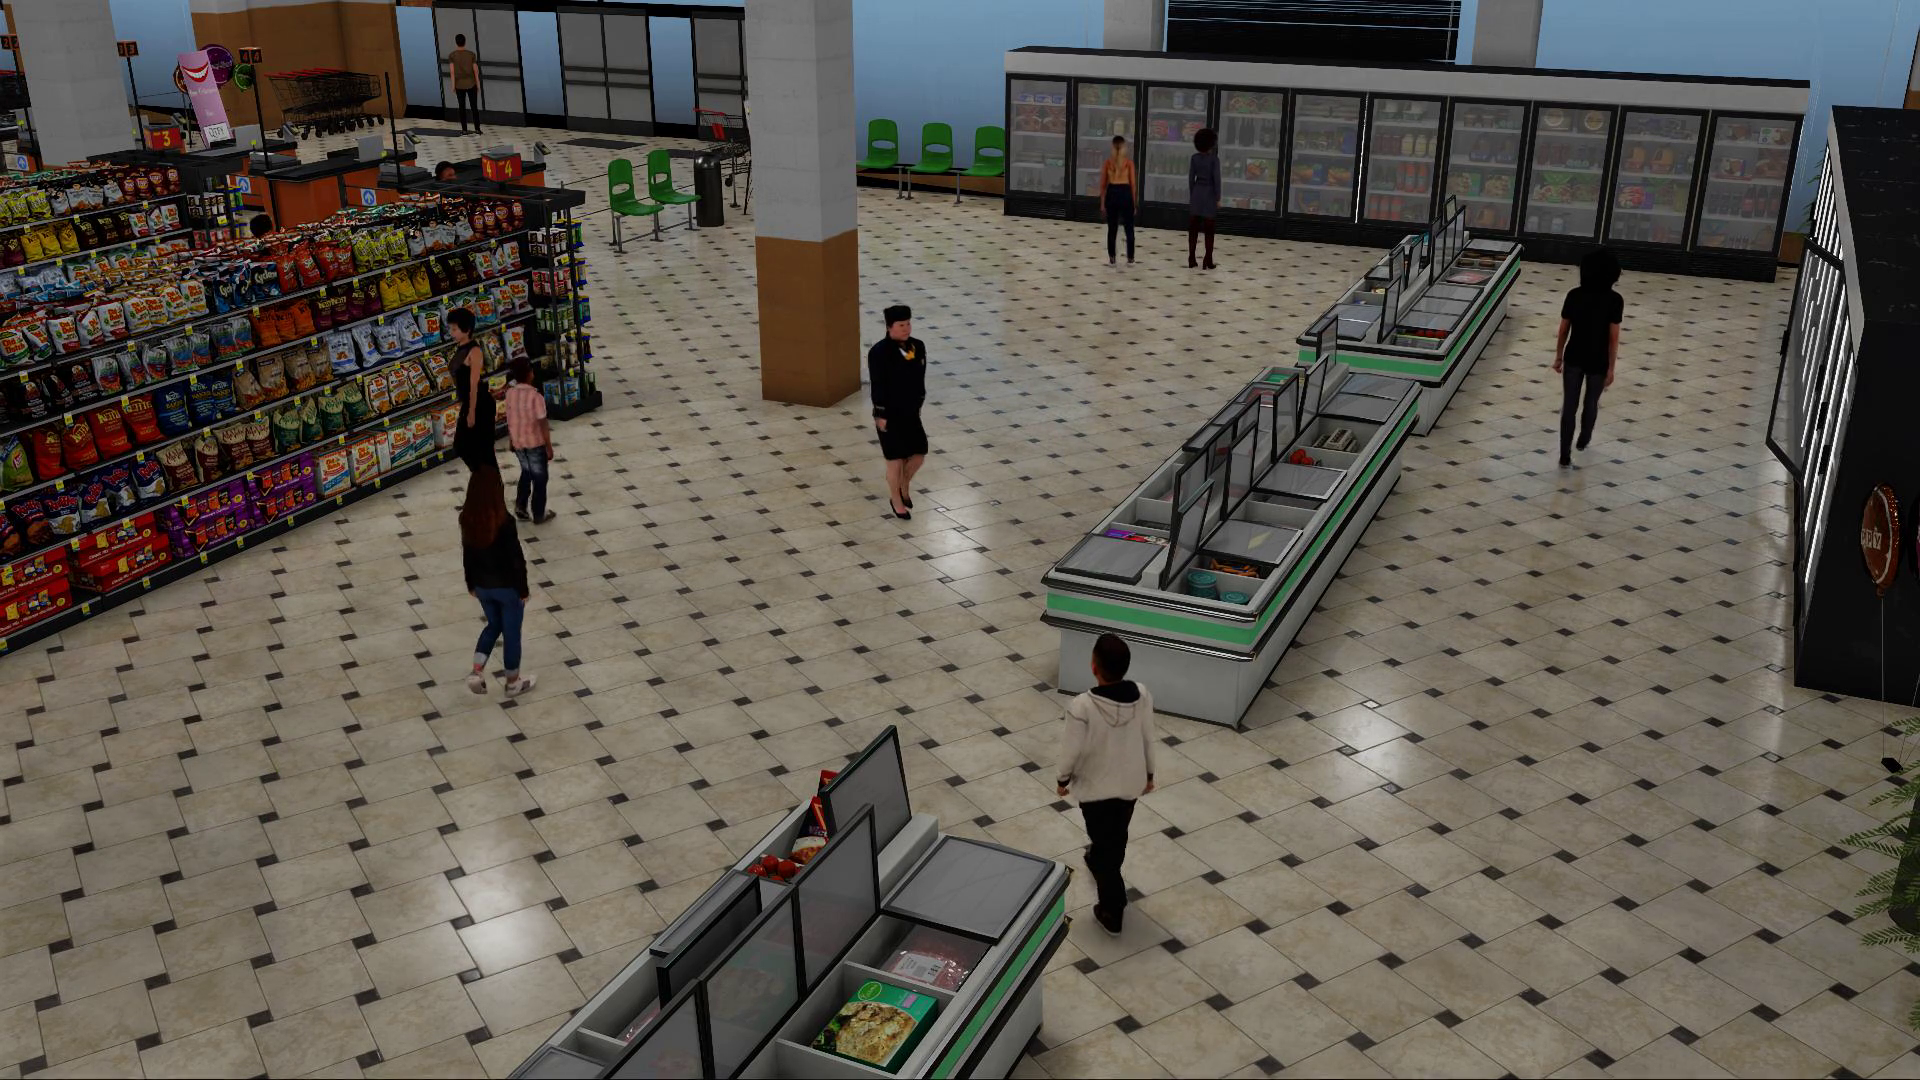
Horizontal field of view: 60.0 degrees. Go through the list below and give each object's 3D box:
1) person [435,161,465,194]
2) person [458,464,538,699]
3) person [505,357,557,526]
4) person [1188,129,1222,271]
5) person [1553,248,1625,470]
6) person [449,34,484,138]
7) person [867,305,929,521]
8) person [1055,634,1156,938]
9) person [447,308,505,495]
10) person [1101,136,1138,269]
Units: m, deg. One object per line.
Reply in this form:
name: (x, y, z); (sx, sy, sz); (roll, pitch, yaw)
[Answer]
person: (-5.751, -3.451, 18.793); (0.900, 1.655, 0.662); (9, 23, 21)
person: (-2.753, 0.280, 9.754); (0.565, 1.471, 0.698); (9, 24, 21)
person: (-3.275, -0.721, 12.474); (0.533, 1.301, 0.576); (9, 24, 21)
person: (3.027, -4.232, 20.667); (0.618, 1.708, 0.571); (16, 27, 35)
person: (5.100, -1.437, 13.605); (0.702, 1.786, 1.161); (11, 25, 26)
person: (-9.255, -8.514, 31.130); (0.744, 1.852, 0.789); (-6, 23, -15)
person: (-0.500, -0.967, 12.601); (0.774, 1.663, 0.874); (-14, 26, -32)
person: (0.719, 1.150, 7.641); (0.889, 1.433, 0.944); (-8, 23, -19)
person: (-3.656, -1.022, 12.839); (0.680, 1.588, 0.668); (-16, 27, -34)
person: (1.961, -4.182, 20.656); (0.672, 1.623, 0.635); (5, 22, 13)
